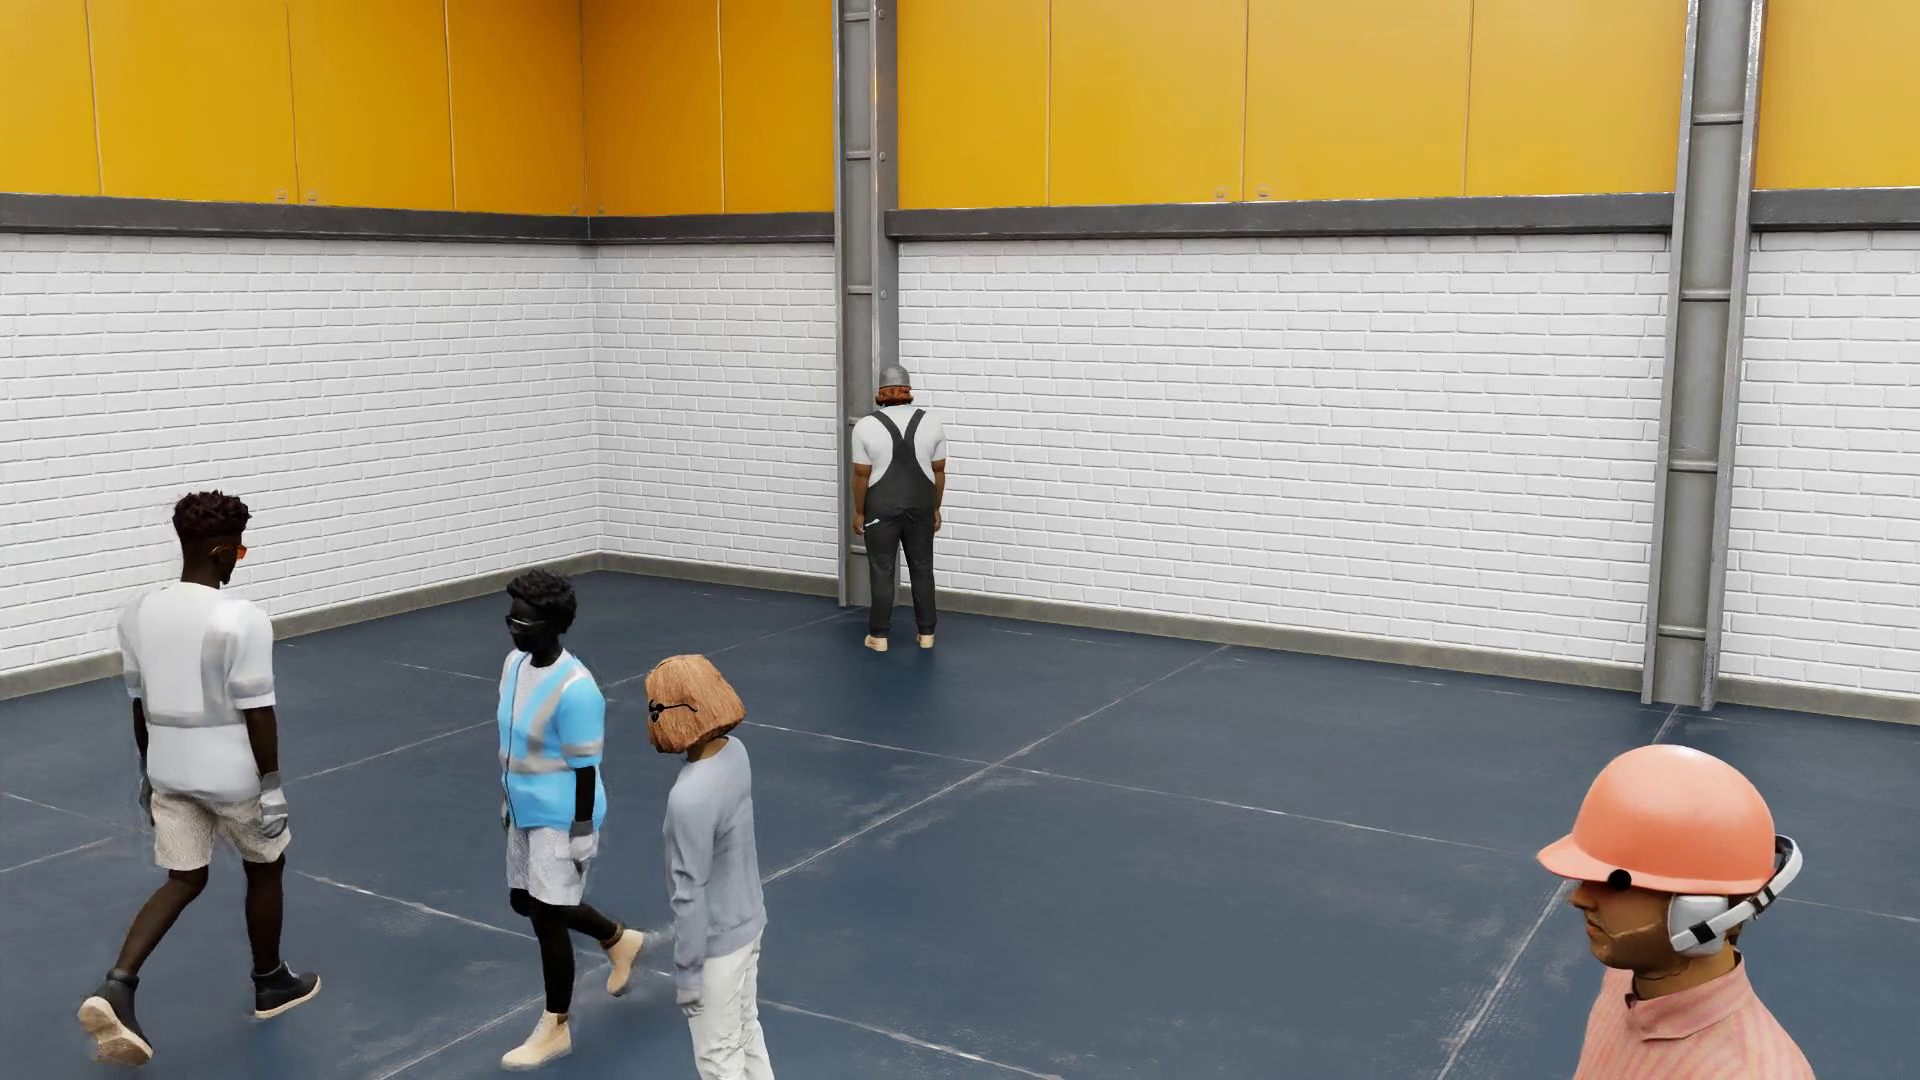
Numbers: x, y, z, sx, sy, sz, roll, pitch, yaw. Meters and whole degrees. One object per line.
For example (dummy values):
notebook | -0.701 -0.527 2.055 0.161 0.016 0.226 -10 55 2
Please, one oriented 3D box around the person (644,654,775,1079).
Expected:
person | -0.685 1.113 4.596 0.308 1.624 0.495 1 9 9

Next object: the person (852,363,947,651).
person | -0.452 -0.243 11.737 0.672 2.000 0.536 -2 9 -15

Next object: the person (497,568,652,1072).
person | -1.326 0.910 5.644 0.568 1.679 0.540 -8 12 -39

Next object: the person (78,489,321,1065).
person | -2.605 0.796 5.646 0.610 1.926 0.852 3 10 18

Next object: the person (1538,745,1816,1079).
person | 1.010 1.270 2.435 0.395 1.993 0.614 1 9 4
